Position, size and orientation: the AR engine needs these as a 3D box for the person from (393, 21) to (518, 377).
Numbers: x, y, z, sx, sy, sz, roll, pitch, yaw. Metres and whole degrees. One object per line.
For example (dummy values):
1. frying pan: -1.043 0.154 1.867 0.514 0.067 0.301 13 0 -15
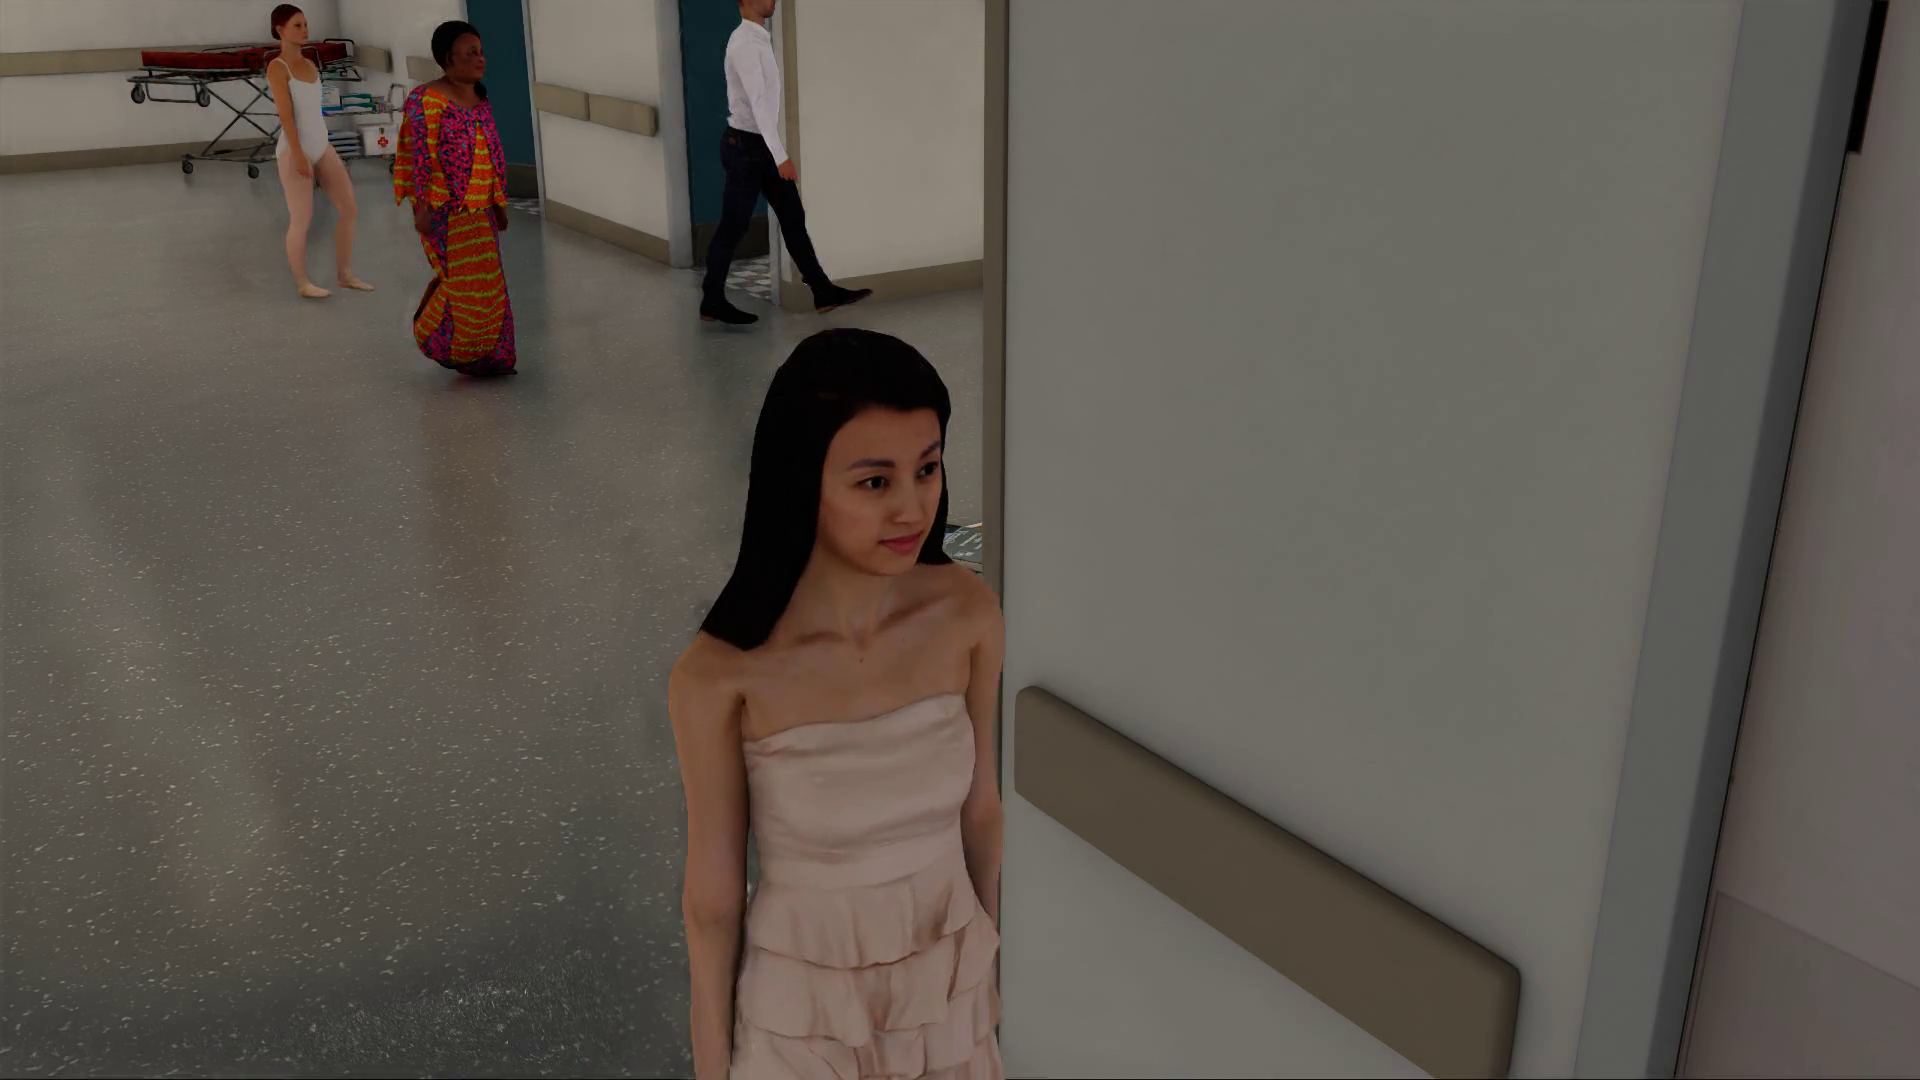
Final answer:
1. person: -2.385 -1.571 7.781 0.958 1.662 0.883 11 23 26

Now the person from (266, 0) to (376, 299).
1. person: -3.786 -2.175 9.442 0.773 1.628 0.711 8 22 19

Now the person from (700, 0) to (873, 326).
1. person: -1.178 -2.010 8.665 1.147 1.831 1.143 2 21 5

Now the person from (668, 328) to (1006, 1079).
1. person: -0.160 0.567 2.074 0.634 1.720 0.873 -10 23 -26
